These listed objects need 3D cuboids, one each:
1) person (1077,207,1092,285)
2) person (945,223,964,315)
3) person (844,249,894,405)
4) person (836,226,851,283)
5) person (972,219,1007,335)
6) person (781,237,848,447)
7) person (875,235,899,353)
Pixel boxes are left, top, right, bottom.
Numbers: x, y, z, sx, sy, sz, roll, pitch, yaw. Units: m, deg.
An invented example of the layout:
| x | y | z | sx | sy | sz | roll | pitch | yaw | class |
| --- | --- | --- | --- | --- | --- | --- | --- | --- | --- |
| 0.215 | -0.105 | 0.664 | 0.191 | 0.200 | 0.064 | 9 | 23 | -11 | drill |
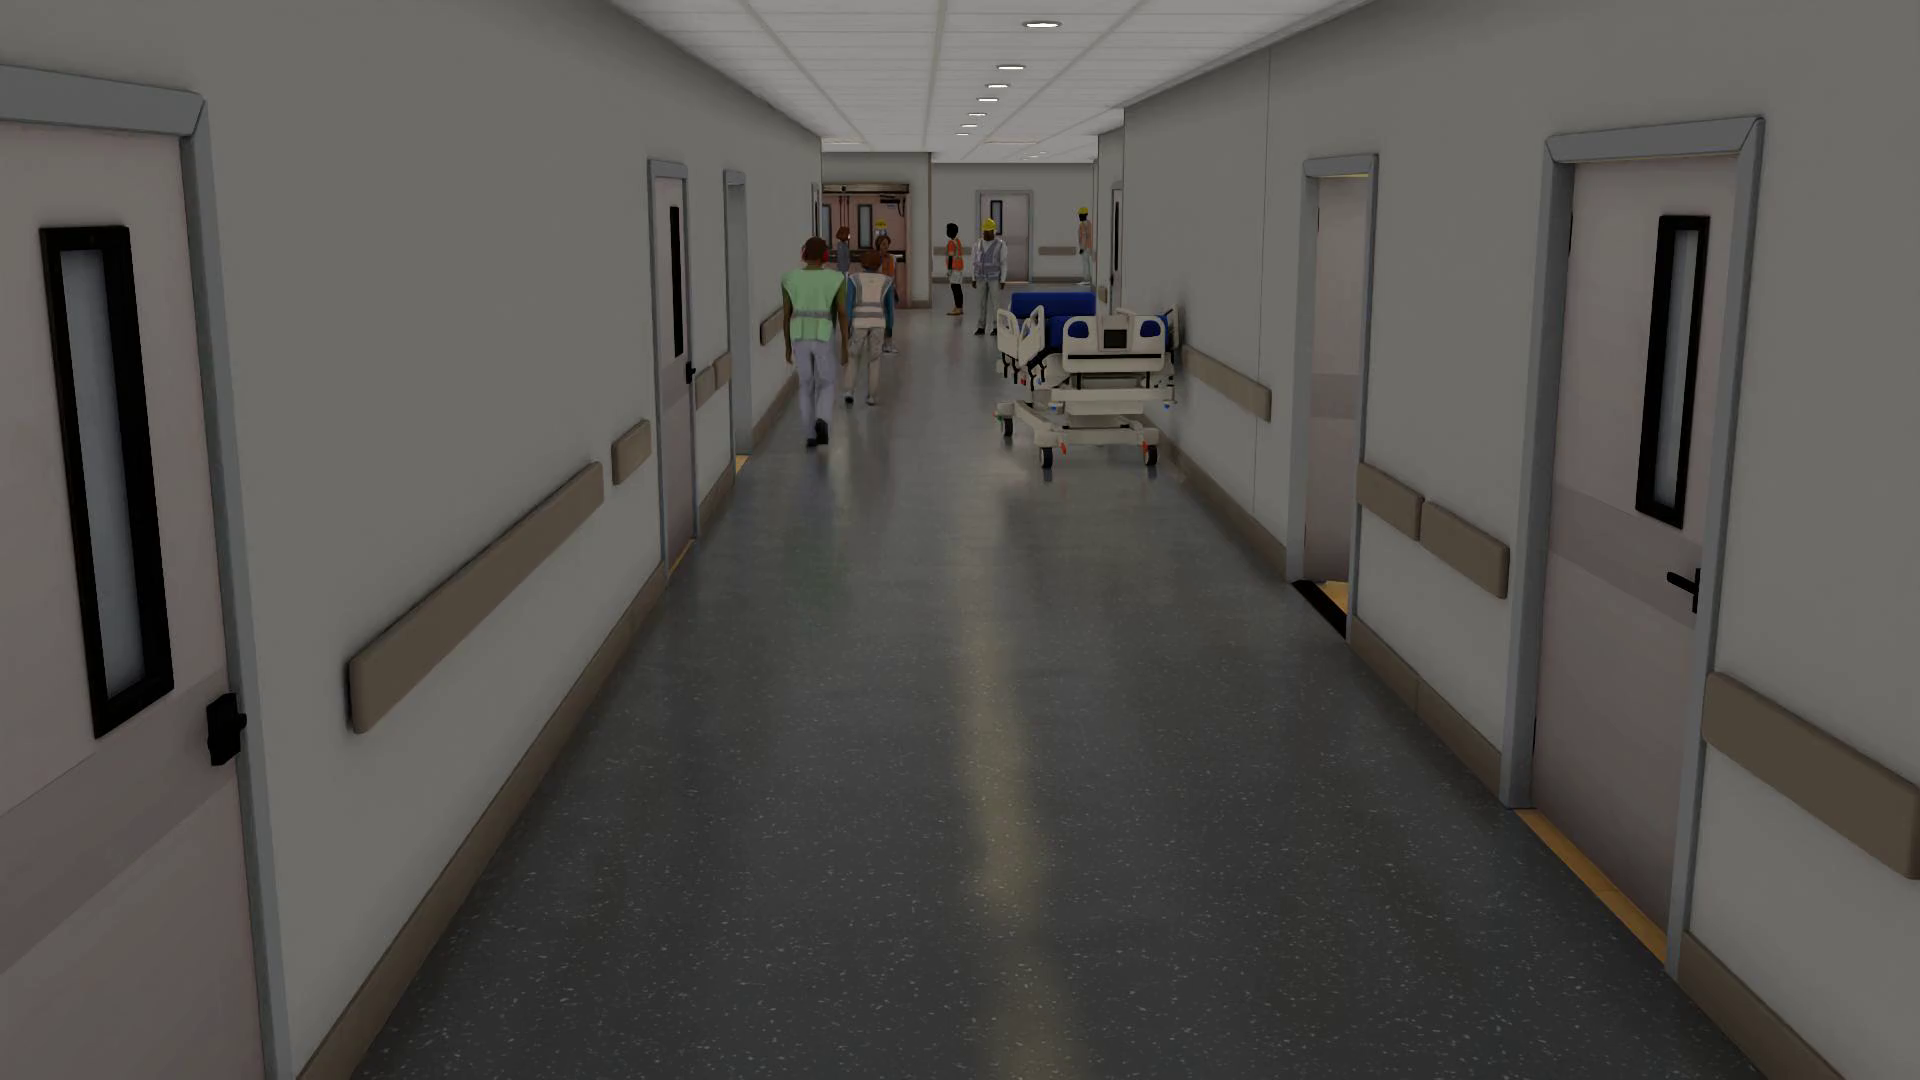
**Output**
| x | y | z | sx | sy | sz | roll | pitch | yaw | class |
| --- | --- | --- | --- | --- | --- | --- | --- | --- | --- |
| 3.083 | -7.303 | 41.355 | 0.388 | 1.926 | 0.590 | 4 | 12 | 20 | person |
| -0.103 | -5.006 | 30.758 | 0.322 | 1.689 | 0.536 | 3 | 12 | 13 | person |
| -0.939 | -2.217 | 17.343 | 0.547 | 1.608 | 0.427 | -3 | 12 | -12 | person |
| -2.095 | -4.848 | 30.116 | 0.284 | 1.633 | 0.500 | 1 | 12 | 3 | person |
| 0.452 | -4.132 | 26.174 | 0.590 | 1.824 | 0.403 | 5 | 13 | 25 | person |
| -1.249 | -1.688 | 14.296 | 0.571 | 1.815 | 0.544 | 0 | 12 | 2 | person |
| -1.069 | -3.396 | 23.026 | 0.525 | 1.639 | 0.307 | -10 | 15 | -40 | person |
